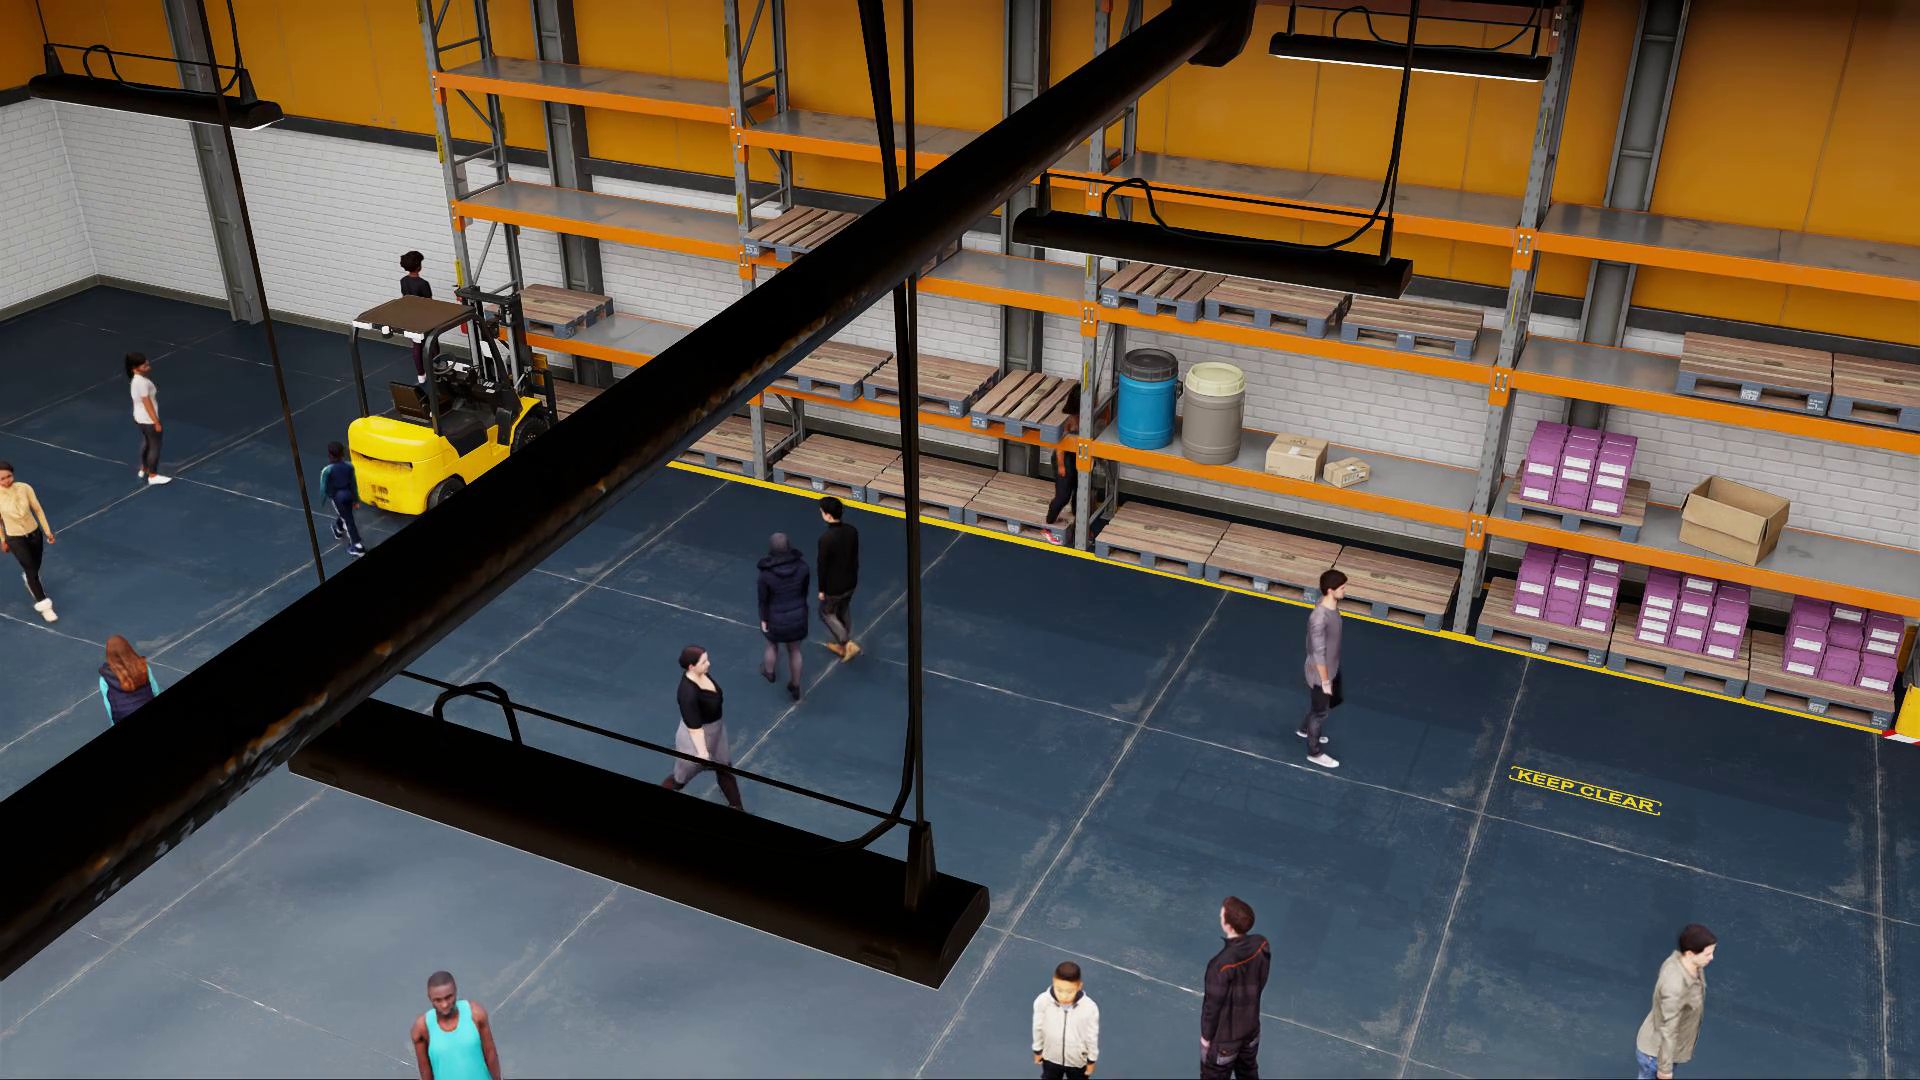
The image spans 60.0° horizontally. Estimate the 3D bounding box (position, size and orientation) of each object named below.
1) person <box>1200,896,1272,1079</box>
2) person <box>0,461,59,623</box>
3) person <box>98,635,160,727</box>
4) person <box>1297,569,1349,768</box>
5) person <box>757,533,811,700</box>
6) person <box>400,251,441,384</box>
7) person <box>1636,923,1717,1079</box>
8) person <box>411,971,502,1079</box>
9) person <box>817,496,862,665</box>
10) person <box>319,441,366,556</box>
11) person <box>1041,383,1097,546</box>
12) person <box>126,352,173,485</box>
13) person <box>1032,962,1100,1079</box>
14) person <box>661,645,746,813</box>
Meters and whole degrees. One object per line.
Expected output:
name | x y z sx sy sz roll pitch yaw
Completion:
person | 1.708 3.047 10.477 0.763 1.908 0.735 -22 35 -34
person | -9.281 -0.056 16.454 1.168 1.632 0.846 25 37 38
person | -6.847 1.450 13.832 0.679 1.499 0.720 -18 33 -29
person | 3.036 1.070 14.167 0.641 1.845 0.687 13 31 23
person | -1.549 0.708 15.024 0.920 1.660 0.989 -12 31 -21
person | -6.944 -2.868 21.452 0.493 1.783 0.680 12 31 21
person | 4.376 3.132 10.363 0.605 1.869 0.715 15 32 26
person | -3.024 3.299 10.157 1.101 1.771 1.209 -12 31 -22
person | -1.095 0.404 15.527 0.879 1.712 0.794 24 37 37
person | -6.475 -0.407 17.533 0.947 1.214 0.658 19 34 31
person | 1.184 -0.851 17.739 0.779 1.798 0.814 21 35 33
person | -9.290 -1.380 18.899 0.749 1.614 0.881 23 36 36
person | 0.681 3.238 10.606 0.527 1.449 0.684 5 29 8
person | -2.183 1.610 13.310 1.208 1.718 0.925 2 29 5
